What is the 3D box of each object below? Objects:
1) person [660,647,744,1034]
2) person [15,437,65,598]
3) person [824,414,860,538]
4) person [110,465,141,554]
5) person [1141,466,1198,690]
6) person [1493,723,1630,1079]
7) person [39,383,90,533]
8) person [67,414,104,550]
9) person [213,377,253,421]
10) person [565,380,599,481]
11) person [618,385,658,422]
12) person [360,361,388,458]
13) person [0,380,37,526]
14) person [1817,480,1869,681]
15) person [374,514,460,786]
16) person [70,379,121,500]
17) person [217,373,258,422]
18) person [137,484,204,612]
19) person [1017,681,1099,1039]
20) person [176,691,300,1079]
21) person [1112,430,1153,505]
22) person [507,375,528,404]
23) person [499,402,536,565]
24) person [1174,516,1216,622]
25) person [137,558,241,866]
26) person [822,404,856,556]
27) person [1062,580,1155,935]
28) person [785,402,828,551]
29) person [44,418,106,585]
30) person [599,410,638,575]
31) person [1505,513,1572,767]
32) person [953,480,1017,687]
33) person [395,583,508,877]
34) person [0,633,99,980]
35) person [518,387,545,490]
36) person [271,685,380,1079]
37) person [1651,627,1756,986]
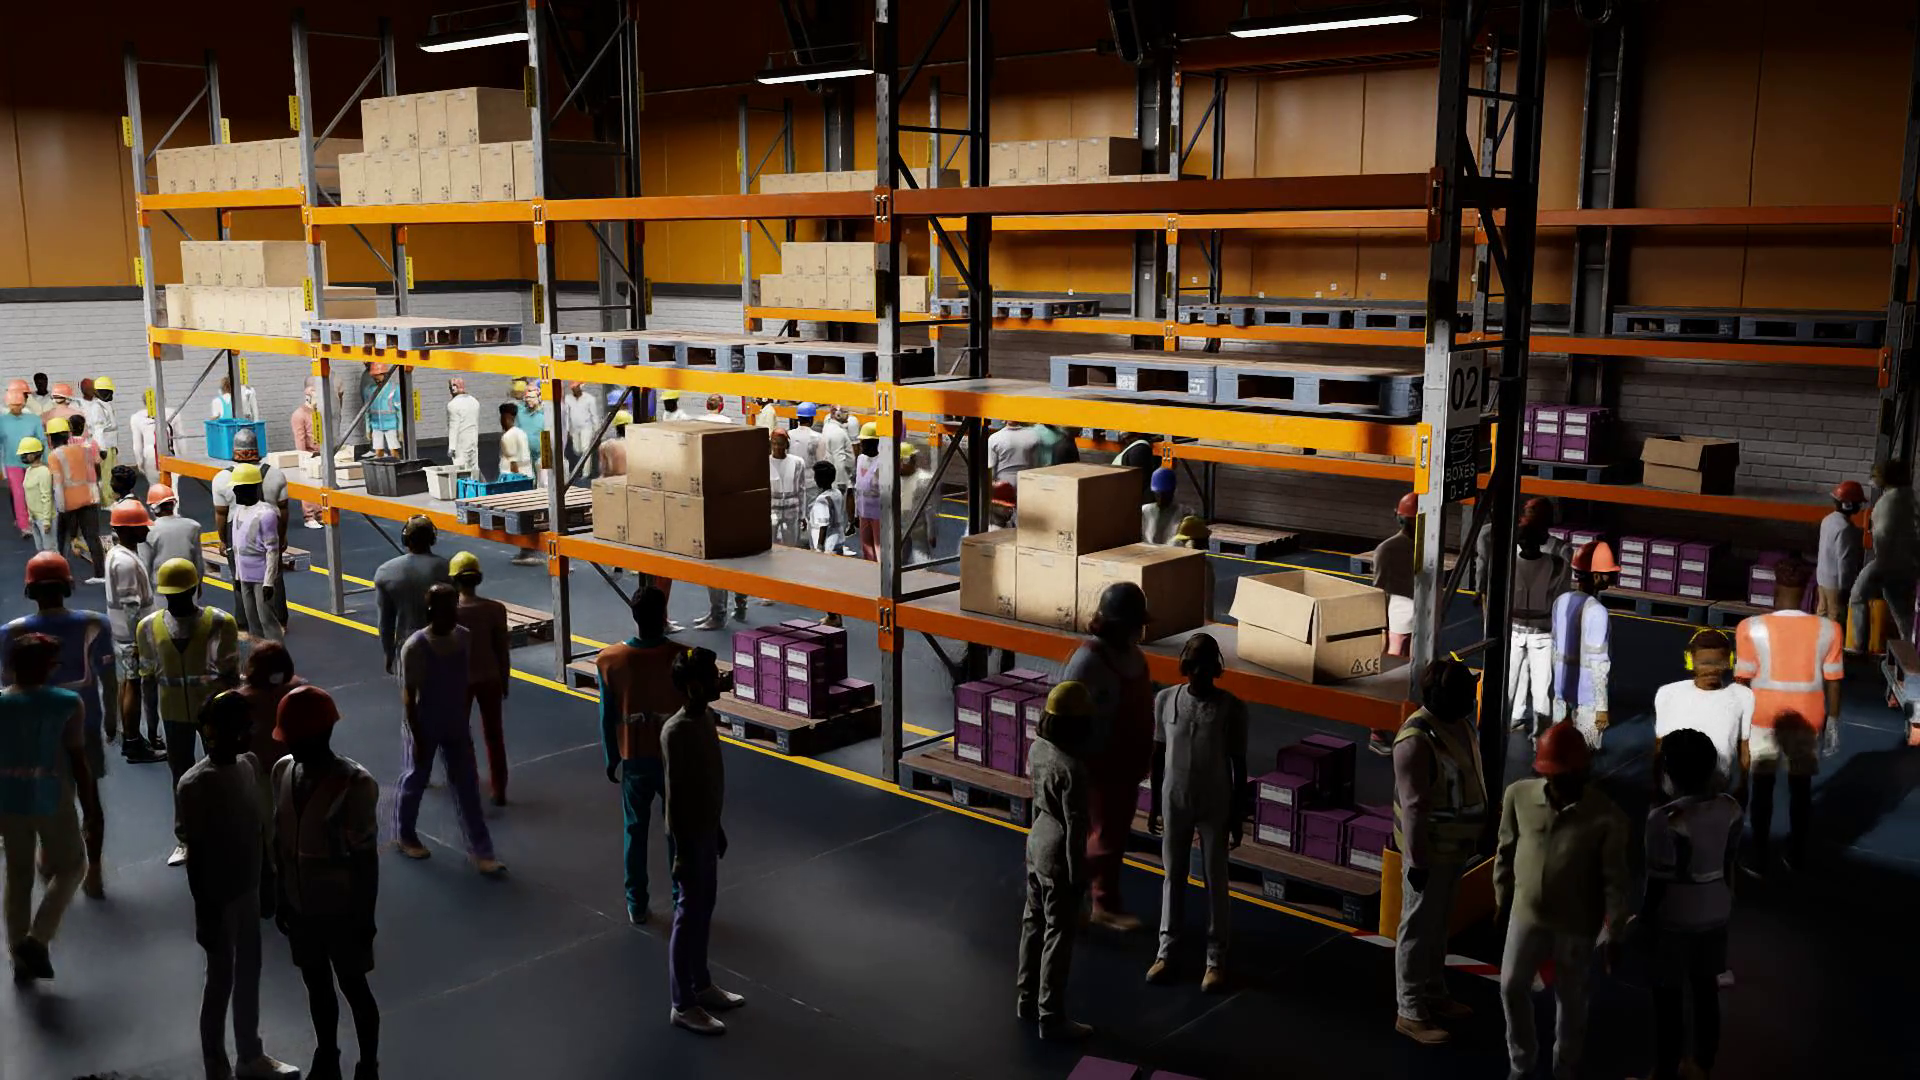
[{"bbox_3d":[-1.256,1.433,8.062,0.316,1.874,0.532,2,10,11],"label":"person"},{"bbox_3d":[-9.845,-0.229,17.786,0.526,1.760,0.340,9,13,41],"label":"person"},{"bbox_3d":[-1.564,-1.010,21.612,0.618,1.962,0.361,9,14,42],"label":"person"},{"bbox_3d":[-7.952,0.124,15.961,0.322,1.697,0.530,-4,11,-21],"label":"person"},{"bbox_3d":[1.710,0.340,14.056,0.628,1.948,0.418,3,10,17],"label":"person"},{"bbox_3d":[2.588,1.646,7.242,0.603,1.729,0.473,7,12,35],"label":"person"},{"bbox_3d":[-11.722,-1.067,21.854,0.608,1.995,0.377,-1,10,-7],"label":"person"},{"bbox_3d":[-10.951,-0.718,20.721,0.540,1.695,0.317,-1,10,-4],"label":"person"},{"bbox_3d":[-10.966,-1.573,25.225,0.523,1.806,0.876,-1,10,-5],"label":"person"},{"bbox_3d":[-6.092,-1.833,26.948,0.603,1.725,0.618,3,10,16],"label":"person"},{"bbox_3d":[-5.331,-2.091,27.516,0.698,2.000,0.792,-6,12,-32],"label":"person"},{"bbox_3d":[-10.476,-2.403,29.678,0.639,1.901,0.406,8,13,39],"label":"person"},{"bbox_3d":[-12.636,-1.165,22.430,0.608,1.986,0.391,4,11,23],"label":"person"},{"bbox_3d":[7.705,0.344,14.567,0.346,1.747,0.572,2,10,11],"label":"person"},{"bbox_3d":[-3.719,0.775,11.597,0.630,1.940,0.372,-2,10,-11],"label":"person"},{"bbox_3d":[-12.939,-1.479,24.674,1.005,1.827,0.585,4,11,21],"label":"person"},{"bbox_3d":[-11.364,-1.784,26.222,0.574,1.885,0.355,-5,11,-26],"label":"person"},{"bbox_3d":[-6.831,0.379,14.391,0.350,1.744,0.569,8,13,40],"label":"person"},{"bbox_3d":[0.485,1.519,7.975,0.339,1.737,0.484,-4,11,-24],"label":"person"},{"bbox_3d":[-3.201,1.568,7.336,0.328,1.863,0.509,2,10,12],"label":"person"},{"bbox_3d":[1.828,-0.427,18.105,0.535,2.000,0.698,1,10,3],"label":"person"},{"bbox_3d":[-7.398,-2.030,28.046,0.491,1.732,0.325,1,10,6],"label":"person"},{"bbox_3d":[-5.296,-0.686,19.898,0.471,1.924,0.648,1,10,4],"label":"person"},{"bbox_3d":[1.755,0.691,12.567,0.320,1.767,0.530,-2,10,-12],"label":"person"},{"bbox_3d":[-4.679,1.046,10.140,0.582,1.919,0.395,-2,10,-10],"label":"person"},{"bbox_3d":[-1.482,-0.765,20.393,0.399,1.909,0.642,-3,10,-14],"label":"person"},{"bbox_3d":[0.823,1.182,9.010,0.543,2.000,0.718,5,11,27],"label":"person"},{"bbox_3d":[-1.827,-0.670,19.744,0.615,1.945,0.404,5,11,24],"label":"person"},{"bbox_3d":[-9.975,-0.423,18.543,0.949,1.869,0.594,2,10,13],"label":"person"},{"bbox_3d":[-3.818,-0.537,19.102,0.620,1.908,0.415,-2,10,-9],"label":"person"},{"bbox_3d":[4.103,0.731,12.041,0.581,1.877,0.368,4,11,22],"label":"person"},{"bbox_3d":[0.241,0.450,13.504,0.558,1.919,0.672,-8,13,-38],"label":"person"},{"bbox_3d":[-3.157,1.126,10.051,0.987,1.788,0.520,7,12,36],"label":"person"},{"bbox_3d":[-4.753,1.386,8.478,0.649,1.818,0.490,-1,10,-4],"label":"person"},{"bbox_3d":[-5.677,-1.102,22.301,0.640,1.909,0.409,3,11,18],"label":"person"},{"bbox_3d":[-2.759,1.559,7.202,0.543,1.929,0.386,4,11,23],"label":"person"},{"bbox_3d":[3.810,1.360,8.558,0.510,1.846,0.644,2,10,14],"label":"person"}]
